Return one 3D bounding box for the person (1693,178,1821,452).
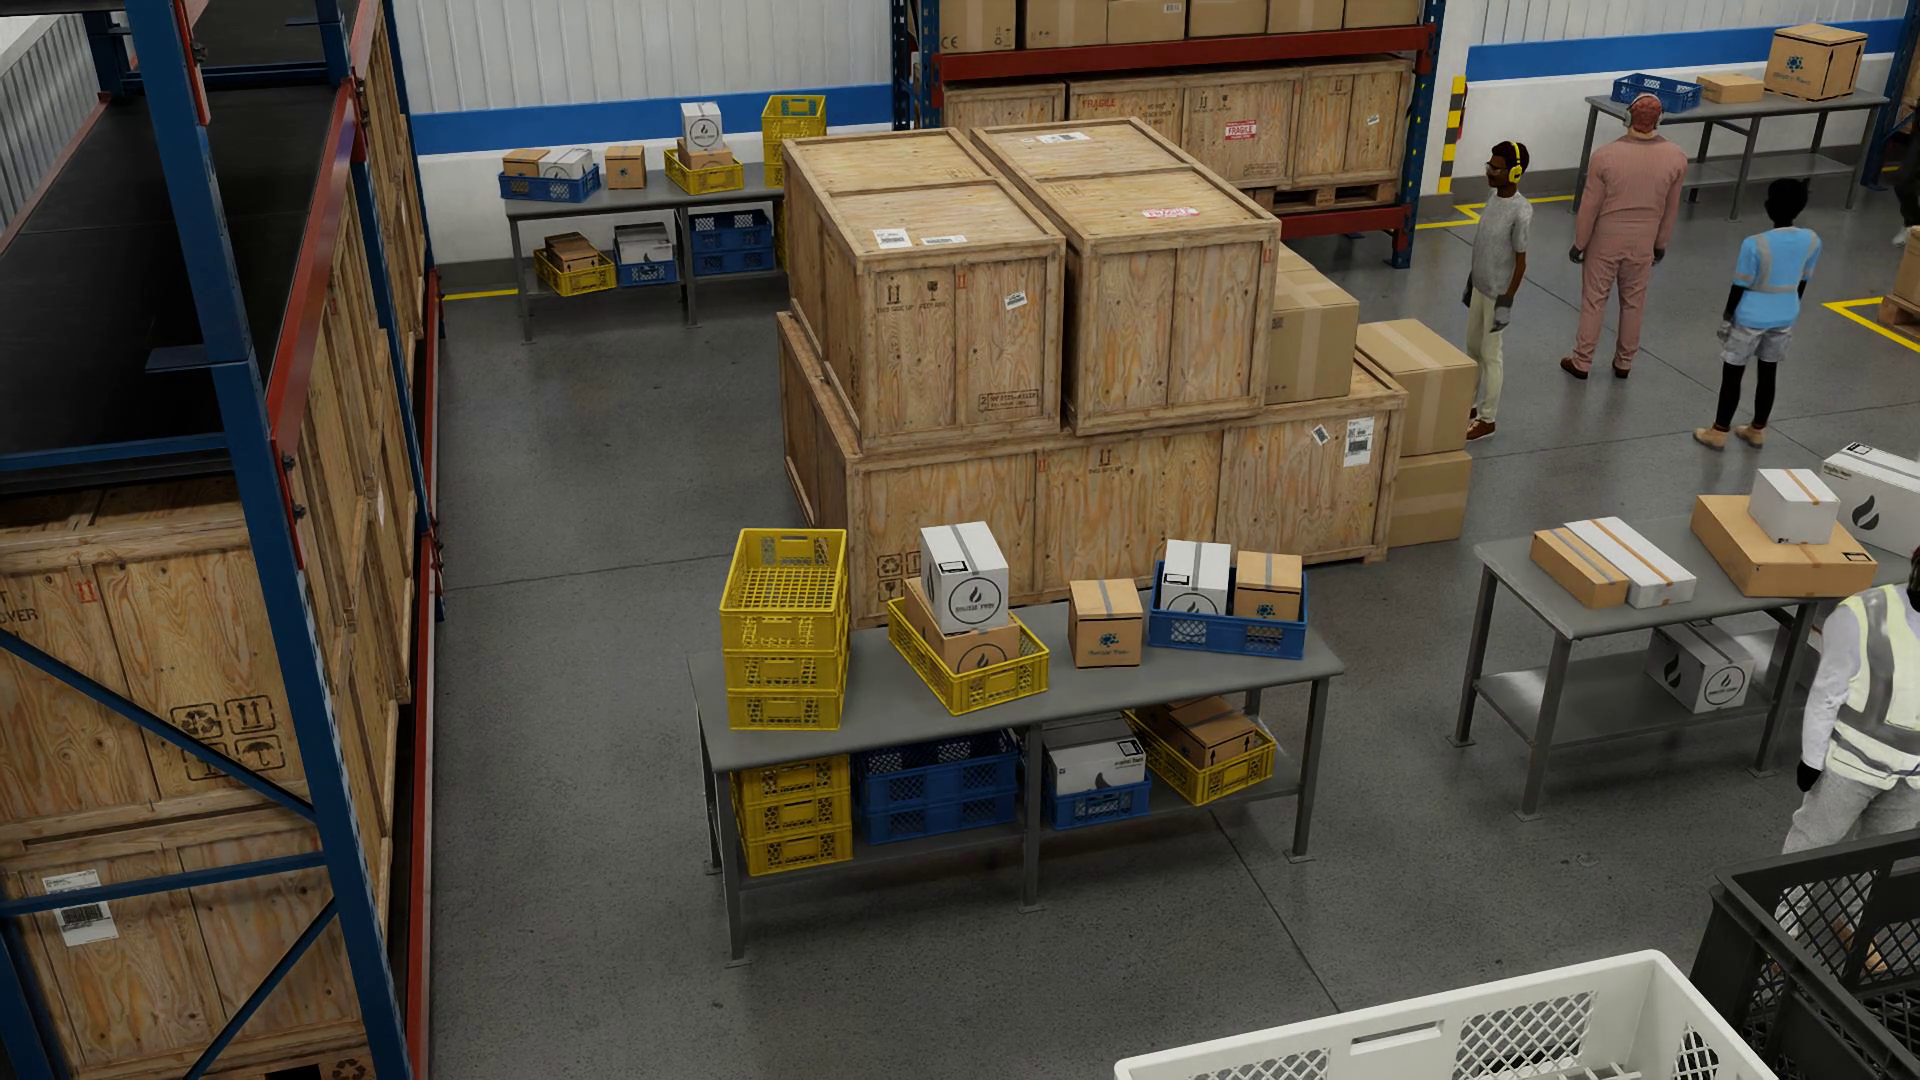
[{"bbox_3d":[4.854,-1.350,10.072,0.538,1.693,0.320,-7,30,-12],"label":"person"}]

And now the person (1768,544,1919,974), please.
[{"bbox_3d":[3.354,0.795,6.030,0.624,1.844,0.429,0,29,1],"label":"person"}]

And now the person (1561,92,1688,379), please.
[{"bbox_3d":[4.377,-2.000,11.035,0.645,1.907,0.400,1,29,1],"label":"person"}]

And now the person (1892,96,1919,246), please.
[{"bbox_3d":[7.752,-3.147,13.118,0.457,1.907,0.593,-19,34,-31],"label":"person"}]

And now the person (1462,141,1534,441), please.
[{"bbox_3d":[3.239,-1.520,10.201,0.329,1.873,0.512,-6,29,-10],"label":"person"}]
